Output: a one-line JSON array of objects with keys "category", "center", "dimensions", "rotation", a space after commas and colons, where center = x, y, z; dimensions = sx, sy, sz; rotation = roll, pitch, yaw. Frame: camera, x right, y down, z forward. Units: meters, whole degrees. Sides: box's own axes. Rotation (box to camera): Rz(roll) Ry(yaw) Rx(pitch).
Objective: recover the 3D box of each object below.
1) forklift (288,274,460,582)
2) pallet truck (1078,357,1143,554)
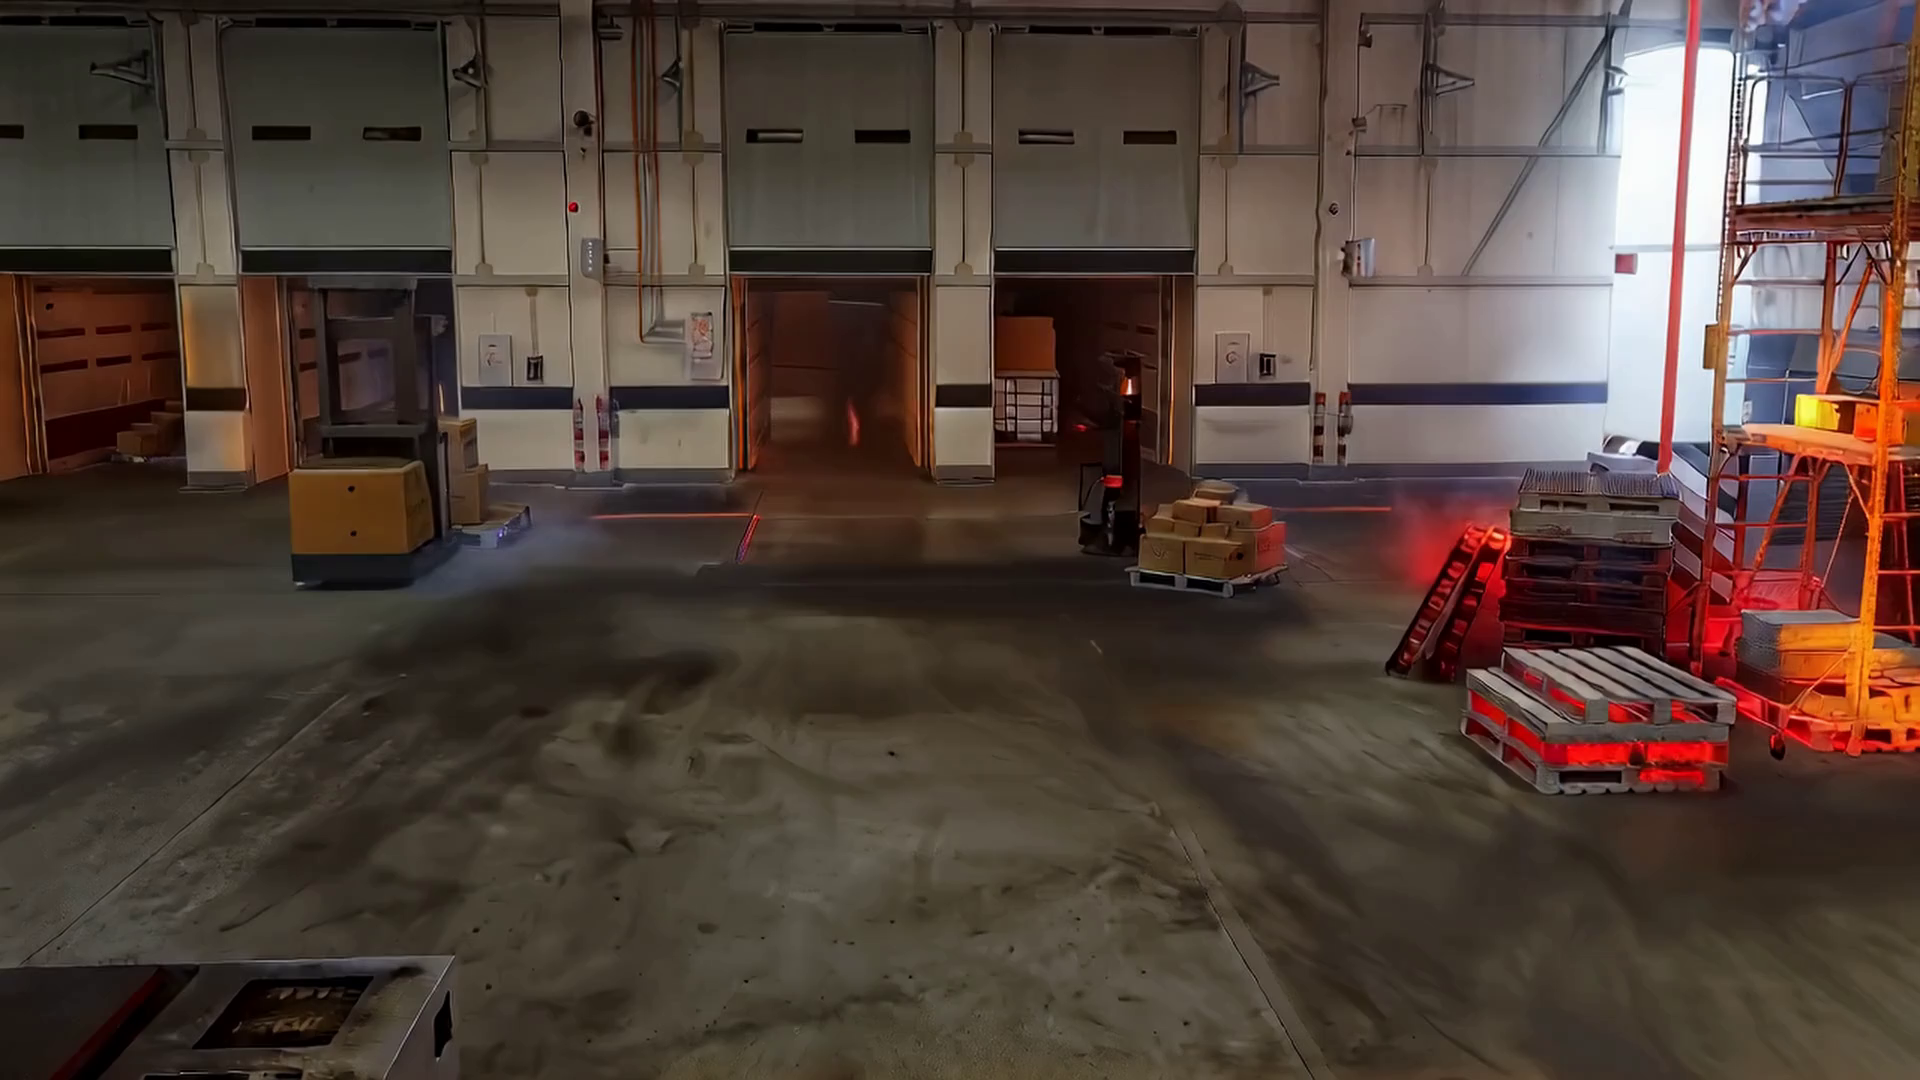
[{"category": "forklift", "center": [-5.554, -1.101, 15.662], "dimensions": [1.129, 2.768, 1.873], "rotation": [-1, 9, -4]}, {"category": "pallet truck", "center": [2.088, -0.836, 16.757], "dimensions": [1.885, 1.965, 0.823], "rotation": [2, 9, 13]}]
